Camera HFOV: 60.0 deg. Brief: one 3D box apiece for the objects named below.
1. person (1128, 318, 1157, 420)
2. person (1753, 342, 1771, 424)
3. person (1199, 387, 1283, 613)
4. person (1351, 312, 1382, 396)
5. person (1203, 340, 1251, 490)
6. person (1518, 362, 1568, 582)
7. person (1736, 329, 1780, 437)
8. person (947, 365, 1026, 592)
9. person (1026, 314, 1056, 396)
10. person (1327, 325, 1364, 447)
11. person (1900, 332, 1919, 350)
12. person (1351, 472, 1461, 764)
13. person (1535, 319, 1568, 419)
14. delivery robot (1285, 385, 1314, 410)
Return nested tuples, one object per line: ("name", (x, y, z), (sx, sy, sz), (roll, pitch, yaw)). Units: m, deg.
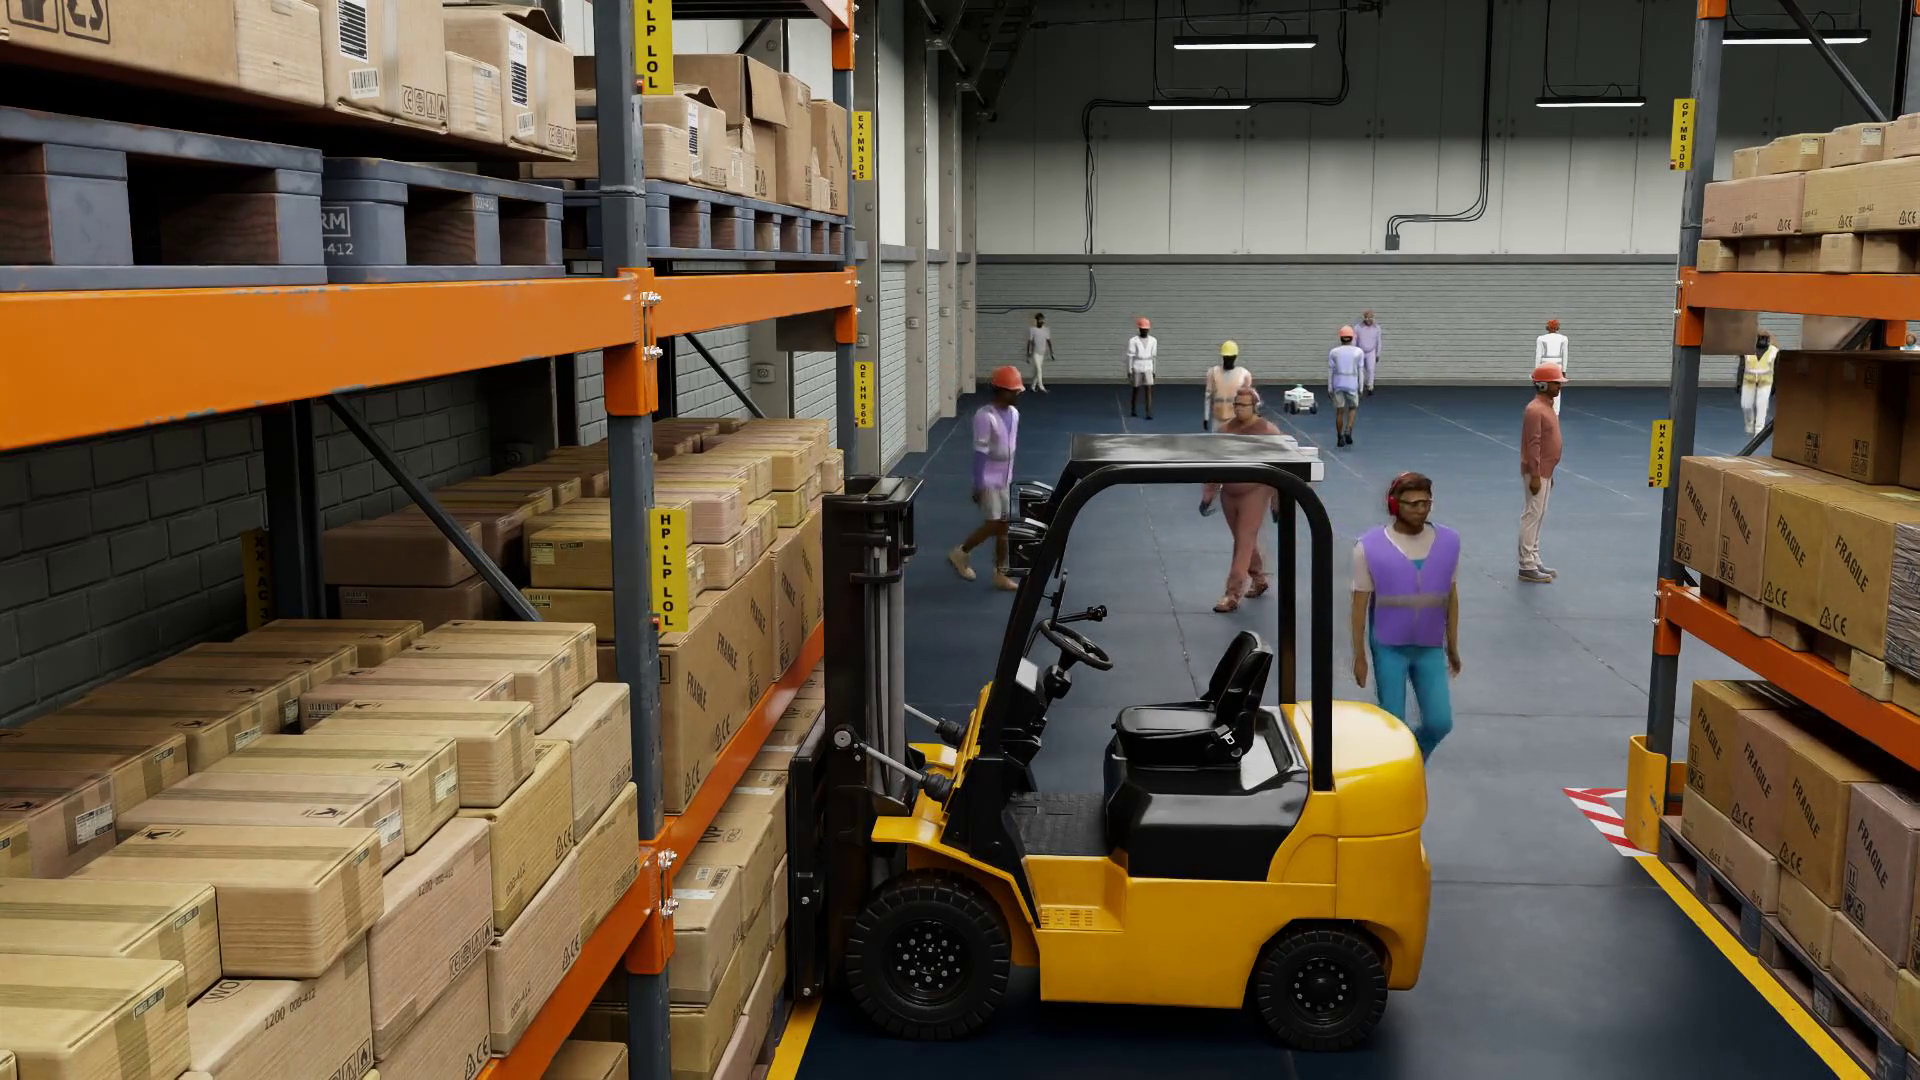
("person", (3.412, -3.227, 31.262), (0.564, 1.894, 0.998), (-1, 9, -8))
("person", (14.437, -2.890, 30.001), (0.531, 1.620, 0.370), (-5, 11, -30))
("person", (2.404, -0.365, 14.035), (0.648, 1.859, 1.006), (9, 13, 42))
("person", (8.987, -4.127, 36.831), (0.644, 1.851, 1.019), (2, 10, 14))
("person", (3.447, -1.611, 21.386), (0.600, 1.914, 0.618), (4, 10, 23))
("person", (5.297, -0.625, 15.166), (0.377, 1.995, 0.608), (5, 11, 29))
("person", (13.209, -2.579, 27.514), (0.645, 1.826, 0.510), (5, 11, 30))
("person", (0.265, -0.537, 14.588), (0.700, 2.012, 0.636), (7, 12, 38))
("person", (1.756, -4.092, 36.736), (0.520, 1.818, 0.973), (-6, 11, -31))
("person", (6.110, -2.435, 26.356), (0.575, 1.919, 0.412), (3, 10, 17))
("person", (17.880, -3.119, 31.394), (0.522, 1.626, 0.532), (6, 11, 30))
("person", (2.282, 0.557, 8.488), (0.608, 1.830, 0.438), (-1, 9, -9))
("person", (10.987, -3.171, 30.934), (0.584, 1.882, 0.348), (1, 9, 4))
("delivery robot", (6.576, -2.771, 32.243), (0.477, 0.478, 0.707), (-2, 10, -13))
